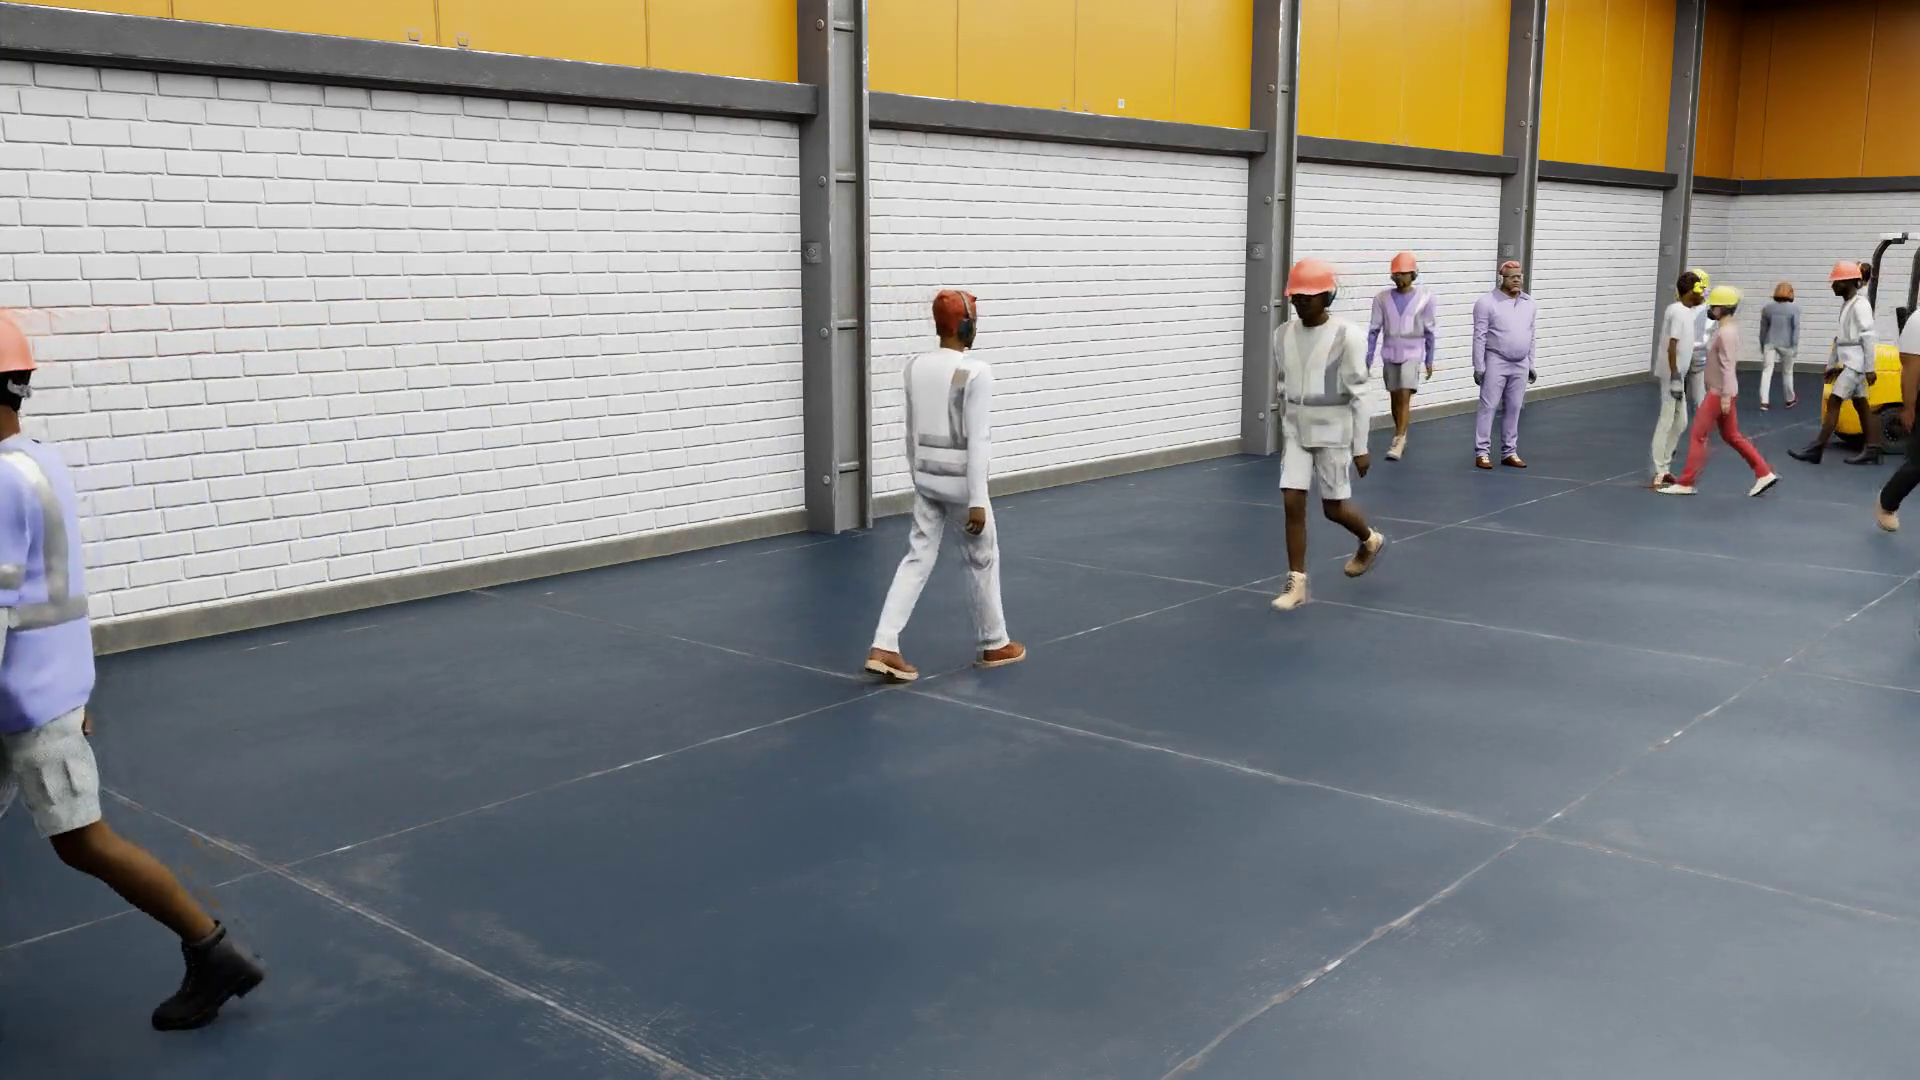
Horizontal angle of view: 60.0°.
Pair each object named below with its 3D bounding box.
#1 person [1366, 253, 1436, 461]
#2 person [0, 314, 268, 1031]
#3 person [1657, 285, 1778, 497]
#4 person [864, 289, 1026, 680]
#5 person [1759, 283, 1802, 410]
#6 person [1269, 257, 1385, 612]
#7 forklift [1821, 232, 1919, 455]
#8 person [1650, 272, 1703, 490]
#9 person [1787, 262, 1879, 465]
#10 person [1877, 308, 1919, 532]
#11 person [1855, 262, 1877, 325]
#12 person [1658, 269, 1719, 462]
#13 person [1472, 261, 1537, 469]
[{"bbox_3d":[4.303,-1.799,16.228,0.631,1.991,1.078,5,11,28],"label":"person"},{"bbox_3d":[-2.284,0.365,4.157,0.961,1.904,0.555,-5,11,-25],"label":"person"},{"bbox_3d":[6.245,-1.205,13.542,0.865,1.733,0.528,4,11,24],"label":"person"},{"bbox_3d":[-0.083,-0.253,7.832,0.589,1.844,0.953,10,14,44],"label":"person"},{"bbox_3d":[10.343,-2.441,20.968,0.856,1.581,0.528,-9,14,-42],"label":"person"},{"bbox_3d":[2.119,-0.610,9.460,0.618,1.998,0.896,10,14,44],"label":"person"},{"bbox_3d":[9.955,-1.972,16.595,2.313,2.155,1.214,1,10,8],"label":"forklift"},{"bbox_3d":[6.043,-1.339,14.097,0.311,1.821,0.729,7,12,35],"label":"person"},{"bbox_3d":[8.228,-1.640,15.560,0.901,1.890,0.567,3,10,18],"label":"person"},{"bbox_3d":[6.669,-0.962,11.283,0.690,2.000,0.832,-1,10,-4],"label":"person"},{"bbox_3d":[10.418,-2.285,19.304,0.535,1.868,0.309,-9,13,-41],"label":"person"},{"bbox_3d":[6.971,-1.665,15.877,0.602,1.830,0.404,8,13,37],"label":"person"},{"bbox_3d":[5.036,-1.606,15.331,0.652,1.906,0.405,-3,10,-15],"label":"person"}]
